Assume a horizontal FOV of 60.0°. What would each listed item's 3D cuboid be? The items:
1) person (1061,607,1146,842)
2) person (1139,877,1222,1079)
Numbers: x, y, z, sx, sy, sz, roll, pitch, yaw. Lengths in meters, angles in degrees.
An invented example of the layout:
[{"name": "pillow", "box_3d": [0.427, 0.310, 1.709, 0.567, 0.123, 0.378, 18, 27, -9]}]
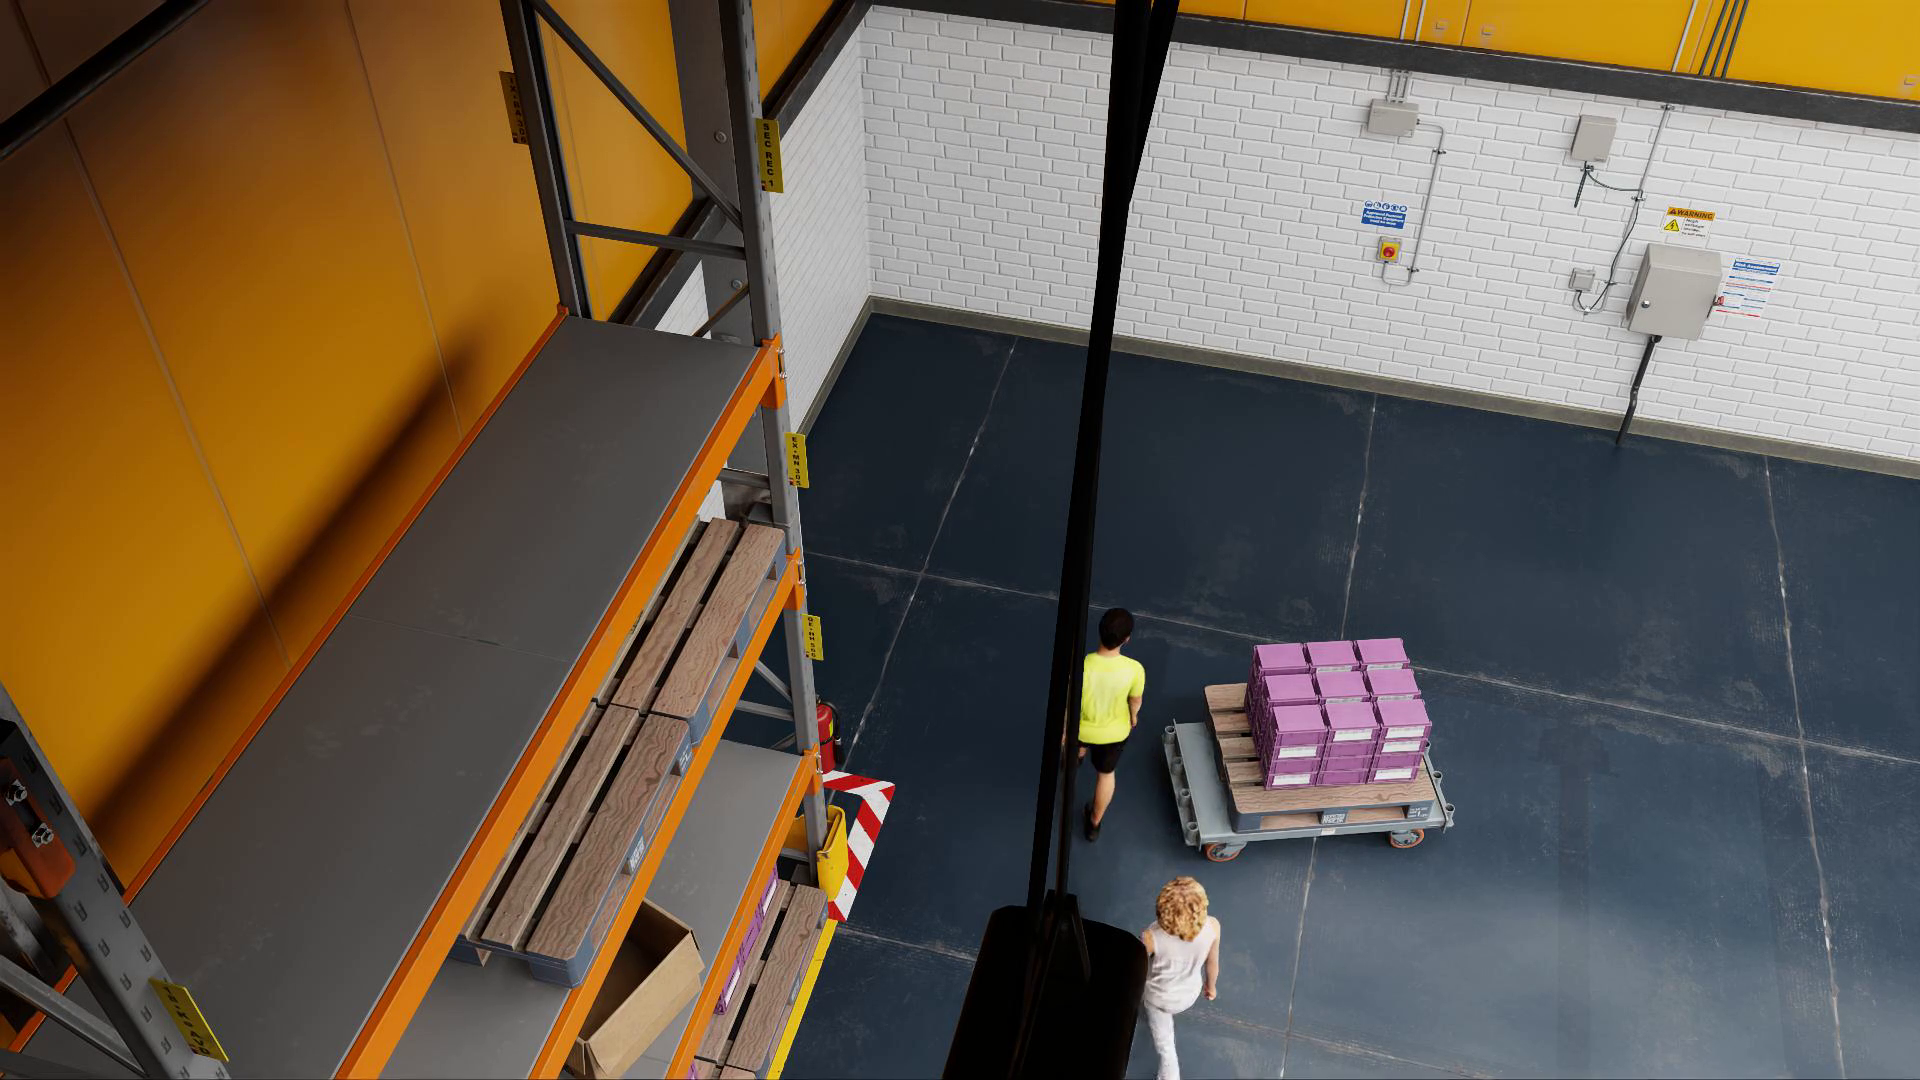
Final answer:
[{"name": "person", "box_3d": [0.837, 1.147, 9.865, 0.782, 1.668, 1.092, 1, 44, 1]}, {"name": "person", "box_3d": [1.109, 2.379, 8.601, 0.952, 1.627, 1.151, -10, 45, -10]}]
